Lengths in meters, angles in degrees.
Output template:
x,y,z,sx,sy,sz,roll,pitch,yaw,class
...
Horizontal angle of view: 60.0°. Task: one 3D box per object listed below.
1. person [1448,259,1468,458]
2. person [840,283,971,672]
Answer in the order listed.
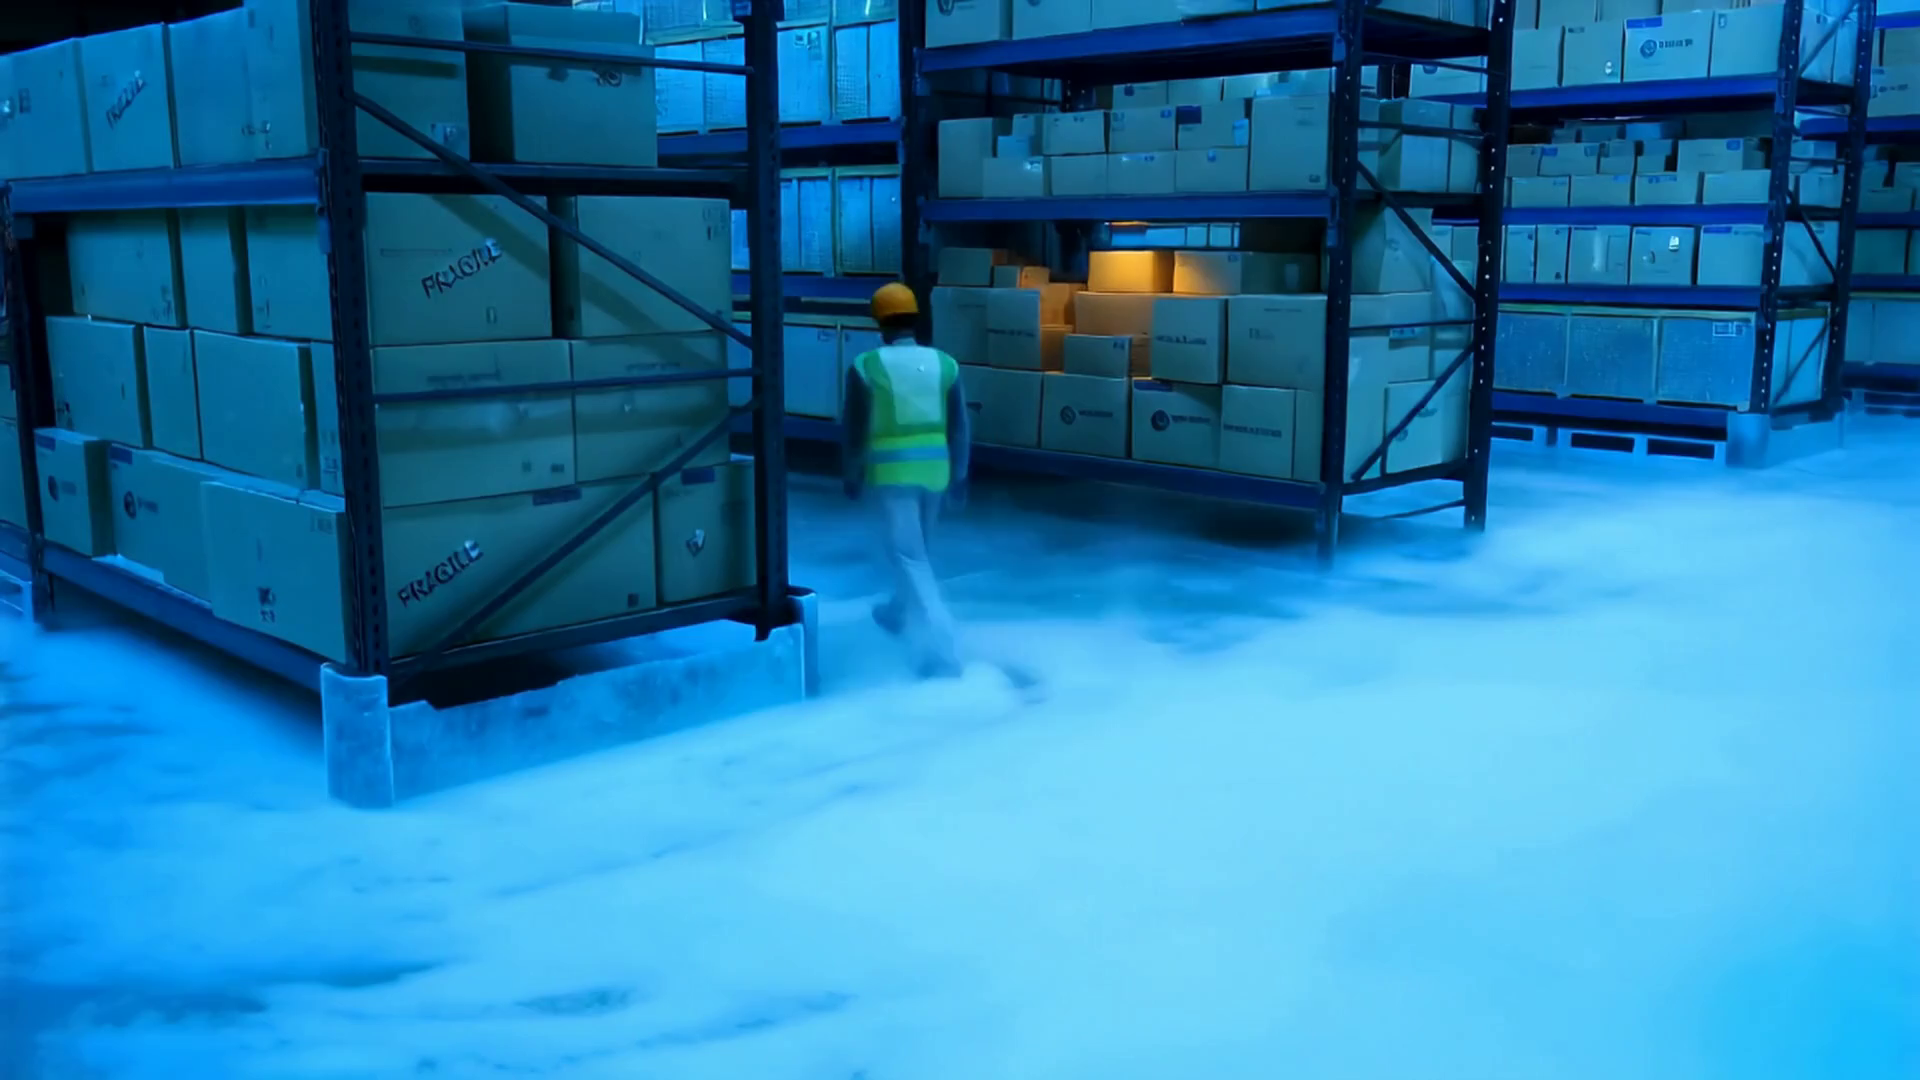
x,y,z,sx,sy,sz,roll,pitch,yaw,class
4.505,-1.720,15.881,0.818,1.911,0.547,7,12,32,person
-0.295,-0.334,8.360,0.602,1.886,0.986,-6,12,-30,person
